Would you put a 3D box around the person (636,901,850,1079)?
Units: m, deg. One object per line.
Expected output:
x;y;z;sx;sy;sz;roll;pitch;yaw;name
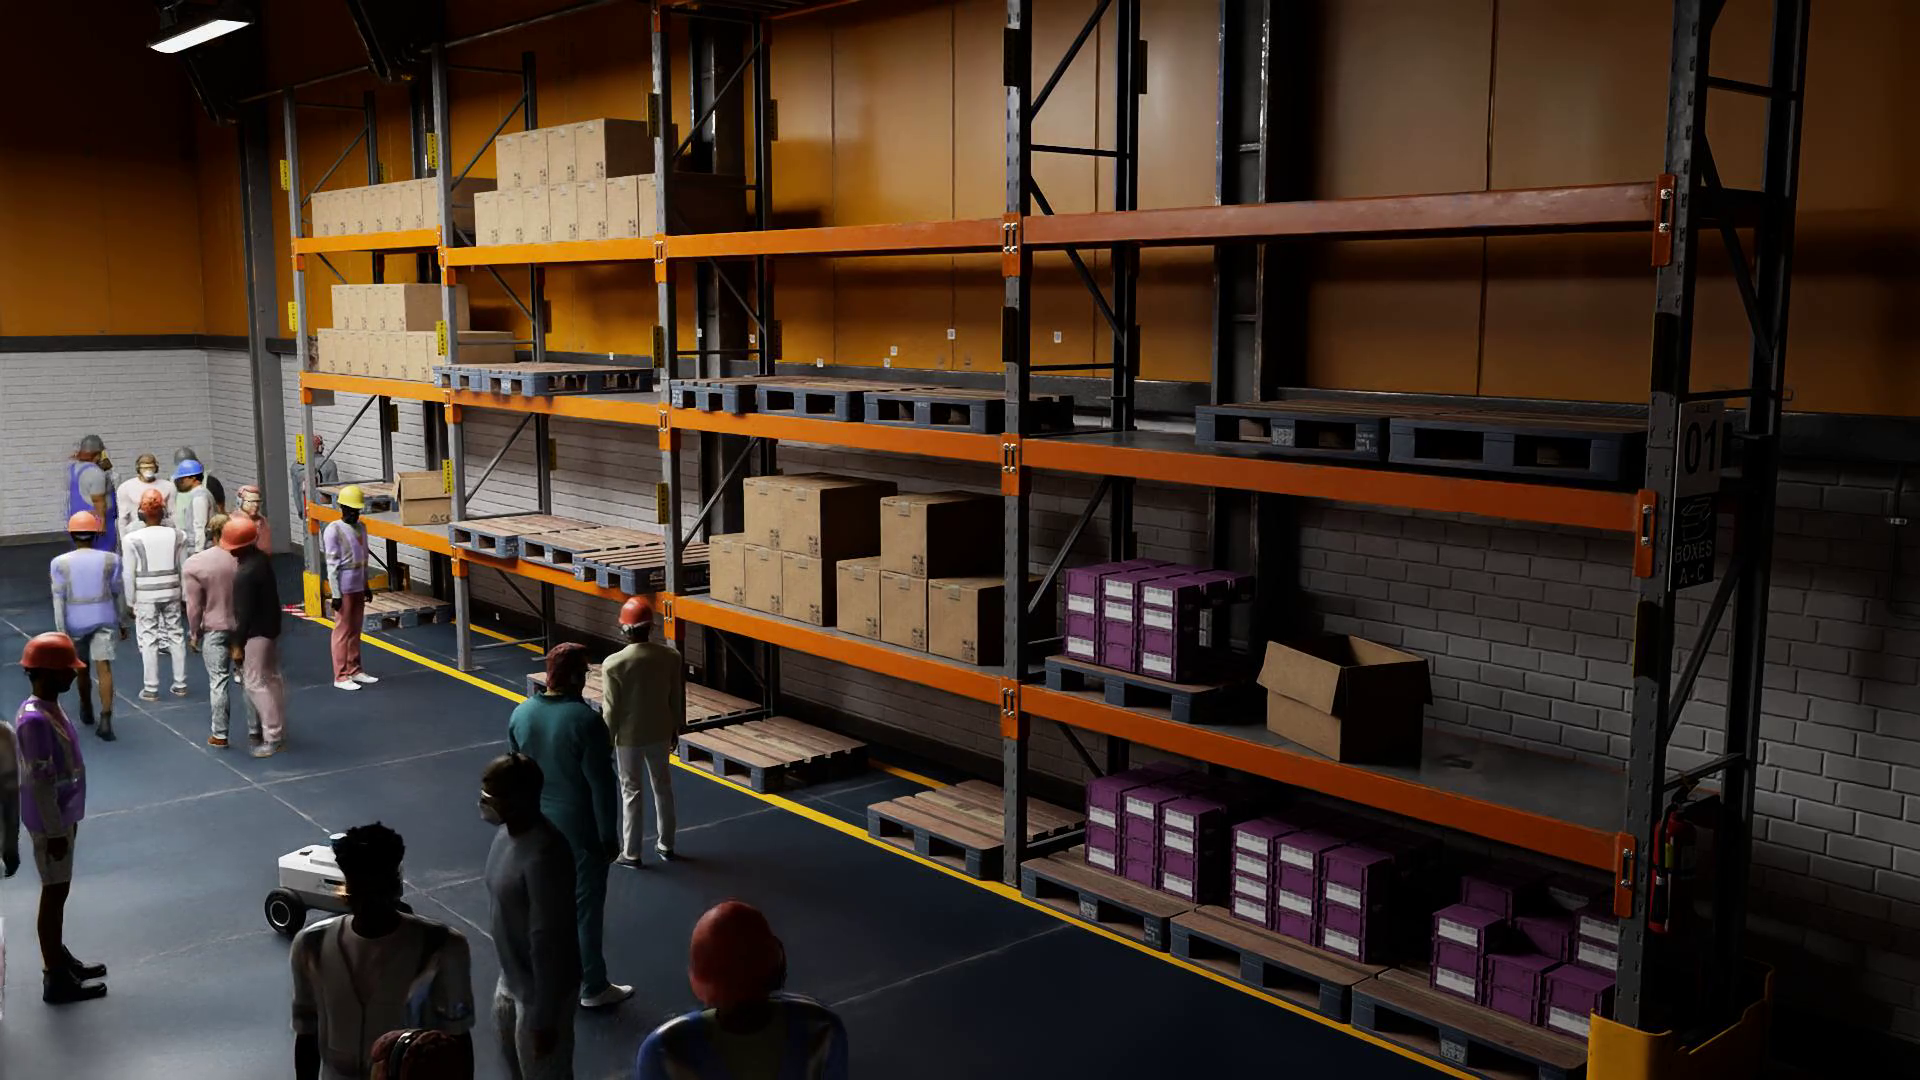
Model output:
-0.573;1.982;4.678;0.604;2.016;0.507;-4;9;-25;person

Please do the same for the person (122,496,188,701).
-7.343;0.532;15.221;0.568;1.879;0.352;-8;11;-43;person

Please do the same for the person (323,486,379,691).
-5.733;0.443;15.687;0.392;1.918;0.589;2;8;12;person

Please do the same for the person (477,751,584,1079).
-1.667;1.761;6.510;0.371;1.929;0.626;-5;10;-30;person

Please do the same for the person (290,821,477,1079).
-1.919;1.884;5.555;0.608;1.959;0.374;0;8;2;person

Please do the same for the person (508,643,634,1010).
-2.006;1.470;8.615;0.638;1.903;0.408;5;9;29;person

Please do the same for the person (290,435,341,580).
-8.370;-0.421;21.735;0.643;1.909;0.410;1;8;6;person

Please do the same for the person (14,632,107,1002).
-4.723;1.437;8.718;0.358;1.937;0.544;-4;9;-25;person

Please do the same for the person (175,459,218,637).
-8.292;0.081;18.160;0.415;1.935;0.622;-3;9;-23;person

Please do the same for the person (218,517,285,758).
-5.686;0.754;13.474;0.387;1.947;0.756;-1;8;-7;person

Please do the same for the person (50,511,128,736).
-7.338;0.700;14.055;0.563;1.890;0.999;-5;10;-31;person

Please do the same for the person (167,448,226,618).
-8.810;-0.094;18.997;0.699;2.000;1.026;0;8;-2;person

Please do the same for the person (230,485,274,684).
-6.761;0.421;15.906;0.399;1.902;0.642;1;8;10;person

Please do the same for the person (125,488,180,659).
-8.196;0.341;16.963;0.339;1.752;0.564;4;9;27;person

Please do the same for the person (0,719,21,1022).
-5.016;1.538;8.226;0.406;1.892;0.731;6;10;34;person

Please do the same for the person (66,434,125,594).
-10.683;-0.296;20.400;0.684;2.000;0.741;5;10;31;person

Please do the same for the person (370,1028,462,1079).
-1.296;2.124;4.108;0.403;1.895;0.647;1;8;10;person

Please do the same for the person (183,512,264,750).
-5.971;0.738;13.572;0.631;1.939;0.372;-6;10;-35;person

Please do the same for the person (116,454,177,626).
-9.154;-0.013;18.794;0.638;1.937;0.358;-6;10;-34;person

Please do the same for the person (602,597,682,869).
-2.057;1.235;10.738;0.563;1.755;0.321;-7;11;-39;person

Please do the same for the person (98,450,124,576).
-11.219;-0.341;21.797;0.490;1.729;0.323;1;8;4;person

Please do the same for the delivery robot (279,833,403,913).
-3.583;1.946;9.634;0.707;0.478;0.477;4;9;23;delivery robot
